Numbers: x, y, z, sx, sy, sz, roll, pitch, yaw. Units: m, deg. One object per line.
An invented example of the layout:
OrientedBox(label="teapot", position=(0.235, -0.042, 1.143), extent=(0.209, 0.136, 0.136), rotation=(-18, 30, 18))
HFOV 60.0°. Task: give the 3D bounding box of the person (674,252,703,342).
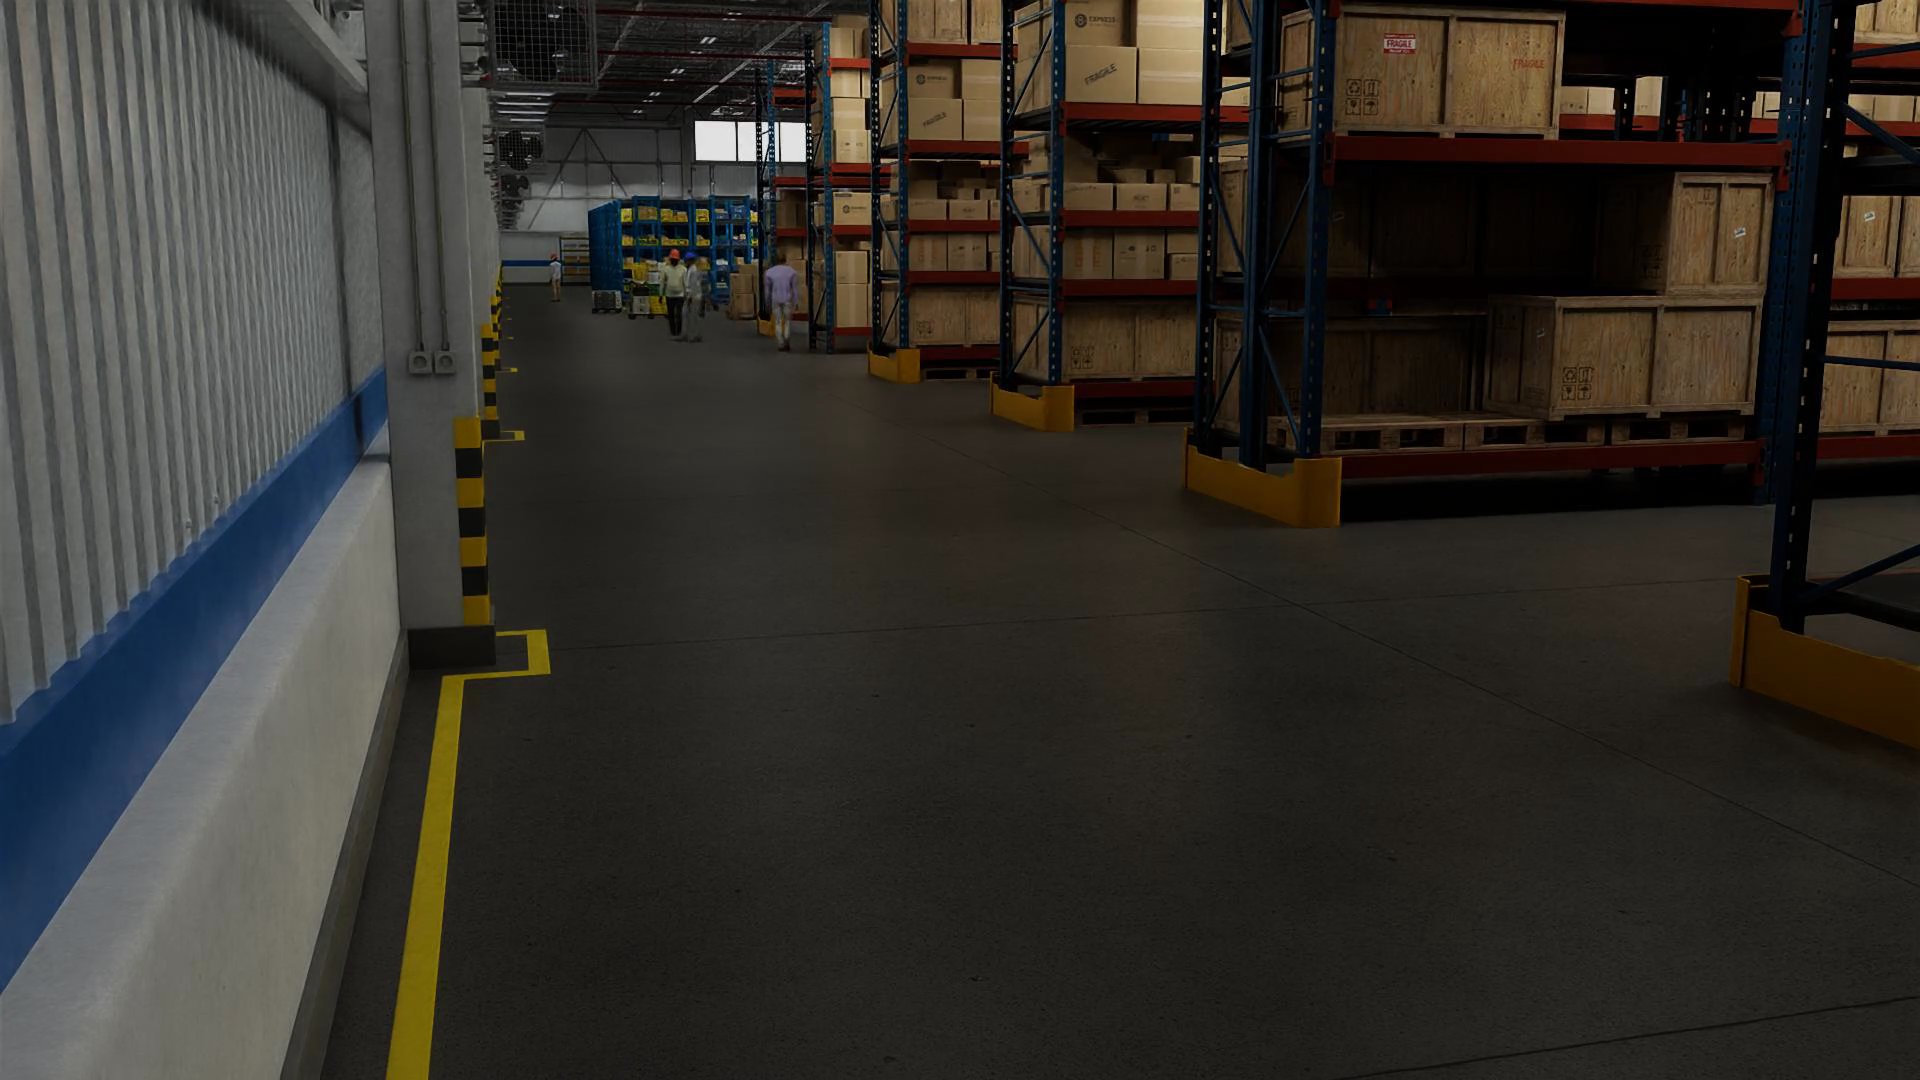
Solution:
OrientedBox(label="person", position=(-5.730, -5.117, 35.103), extent=(0.632, 1.907, 0.690), rotation=(-6, 12, -33))

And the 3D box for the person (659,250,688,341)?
OrientedBox(label="person", position=(-6.109, -5.224, 35.607), extent=(0.638, 1.957, 0.854), rotation=(-1, 10, -3))

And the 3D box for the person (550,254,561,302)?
OrientedBox(label="person", position=(-14.785, -9.568, 60.726), extent=(0.319, 1.755, 0.572), rotation=(5, 11, 26))

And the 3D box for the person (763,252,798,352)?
OrientedBox(label="person", position=(-3.466, -4.595, 32.149), extent=(0.661, 1.902, 0.926), rotation=(-1, 10, -8))
